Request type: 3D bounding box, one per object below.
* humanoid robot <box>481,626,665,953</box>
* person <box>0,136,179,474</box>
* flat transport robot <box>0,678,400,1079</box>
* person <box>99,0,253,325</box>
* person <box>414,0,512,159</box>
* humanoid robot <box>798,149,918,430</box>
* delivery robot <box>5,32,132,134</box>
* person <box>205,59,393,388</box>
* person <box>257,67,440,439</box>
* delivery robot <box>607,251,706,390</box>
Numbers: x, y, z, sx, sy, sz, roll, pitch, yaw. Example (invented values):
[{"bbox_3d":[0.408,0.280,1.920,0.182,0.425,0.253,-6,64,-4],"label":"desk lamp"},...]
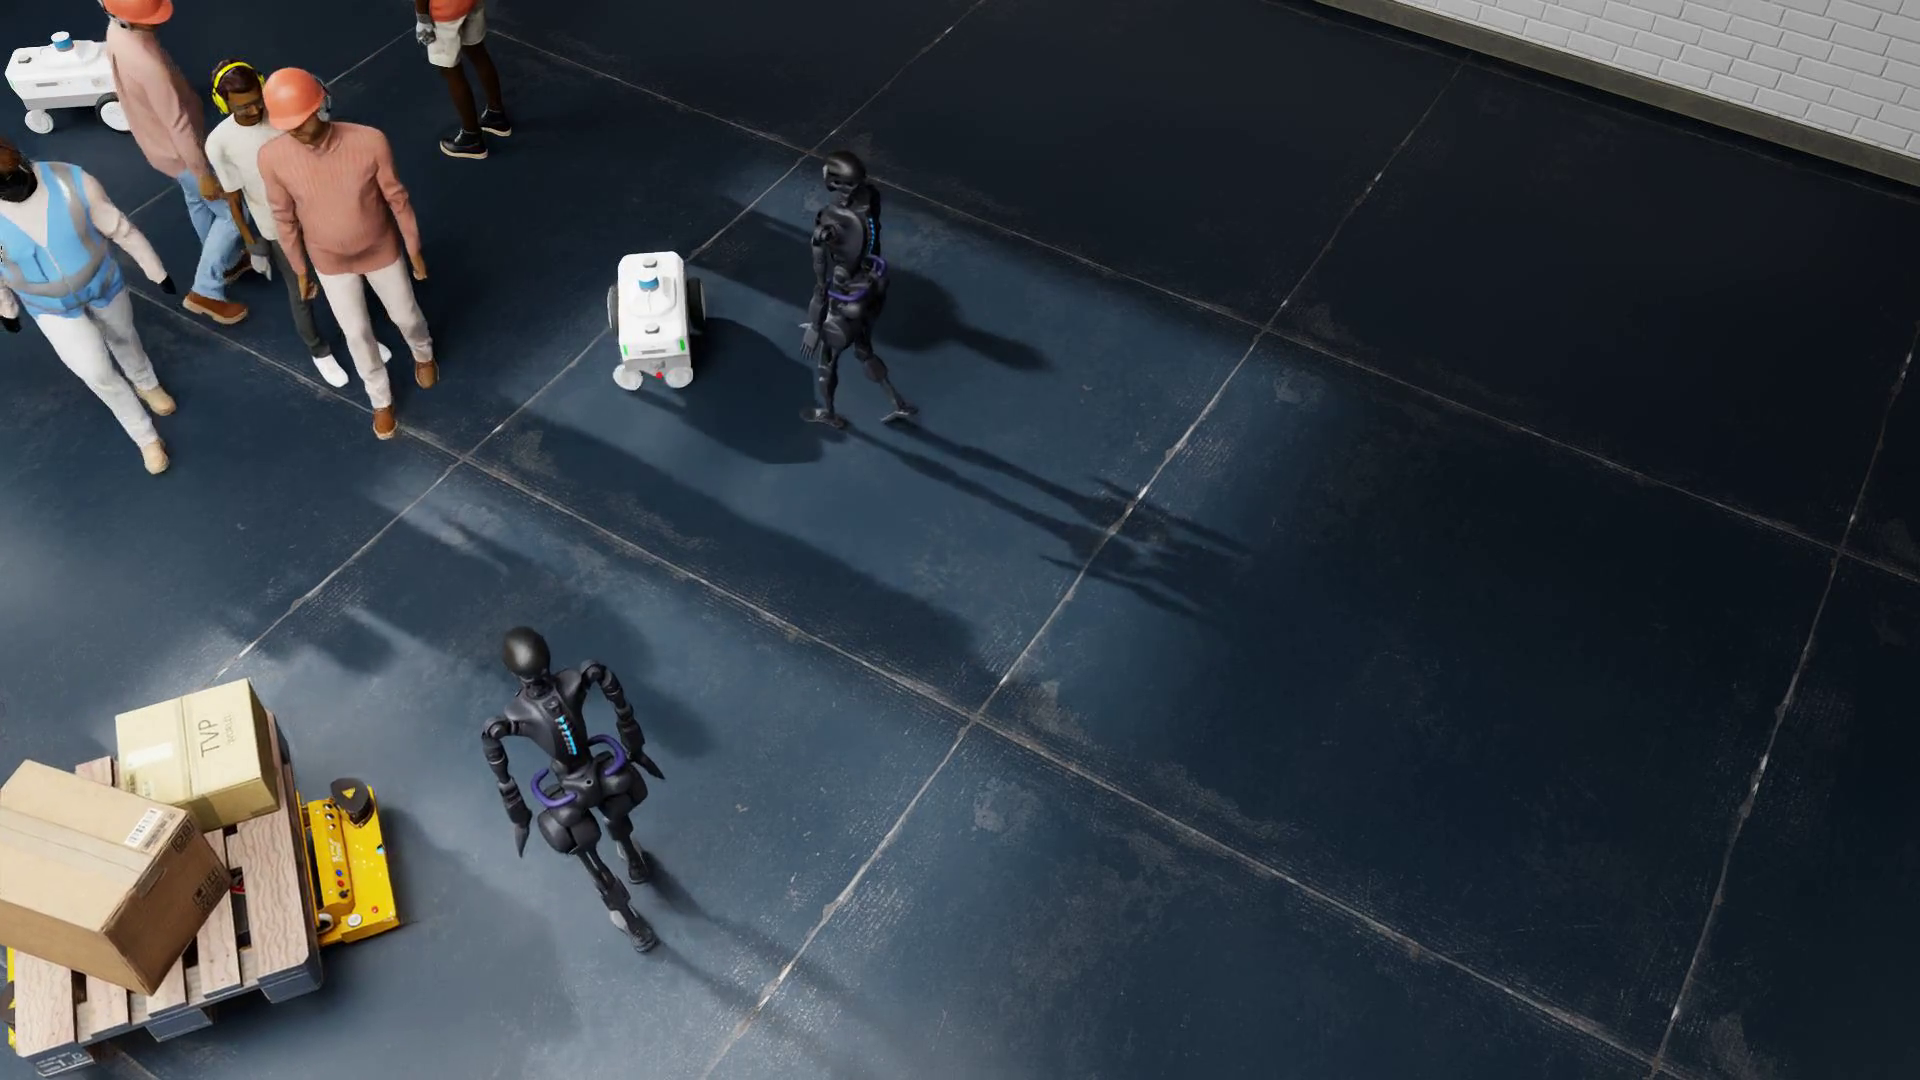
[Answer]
[{"bbox_3d":[-1.355,0.933,6.075,0.601,1.634,0.485,-32,56,-25],"label":"humanoid robot"},{"bbox_3d":[-4.077,-1.126,7.775,0.750,1.797,0.825,-28,54,-22],"label":"person"},{"bbox_3d":[-2.998,1.445,6.553,1.431,0.231,0.659,-17,51,-14],"label":"flat transport robot"},{"bbox_3d":[-3.994,-1.981,8.421,0.509,1.966,0.701,-32,56,-25],"label":"person"},{"bbox_3d":[-2.892,-3.079,9.393,0.389,1.950,0.616,14,50,12],"label":"person"},{"bbox_3d":[-0.516,-1.128,7.884,0.596,1.657,0.611,22,53,18],"label":"humanoid robot"},{"bbox_3d":[-5.301,-2.781,10.069,0.811,0.613,0.499,-6,49,-5],"label":"delivery robot"},{"bbox_3d":[-3.243,-1.535,8.106,0.346,1.854,0.529,31,56,24],"label":"person"},{"bbox_3d":[-2.866,-1.375,7.893,0.630,1.990,0.578,-12,50,-10],"label":"person"},{"bbox_3d":[-1.591,-1.168,8.659,0.505,0.614,0.786,-6,49,-5],"label":"delivery robot"}]
